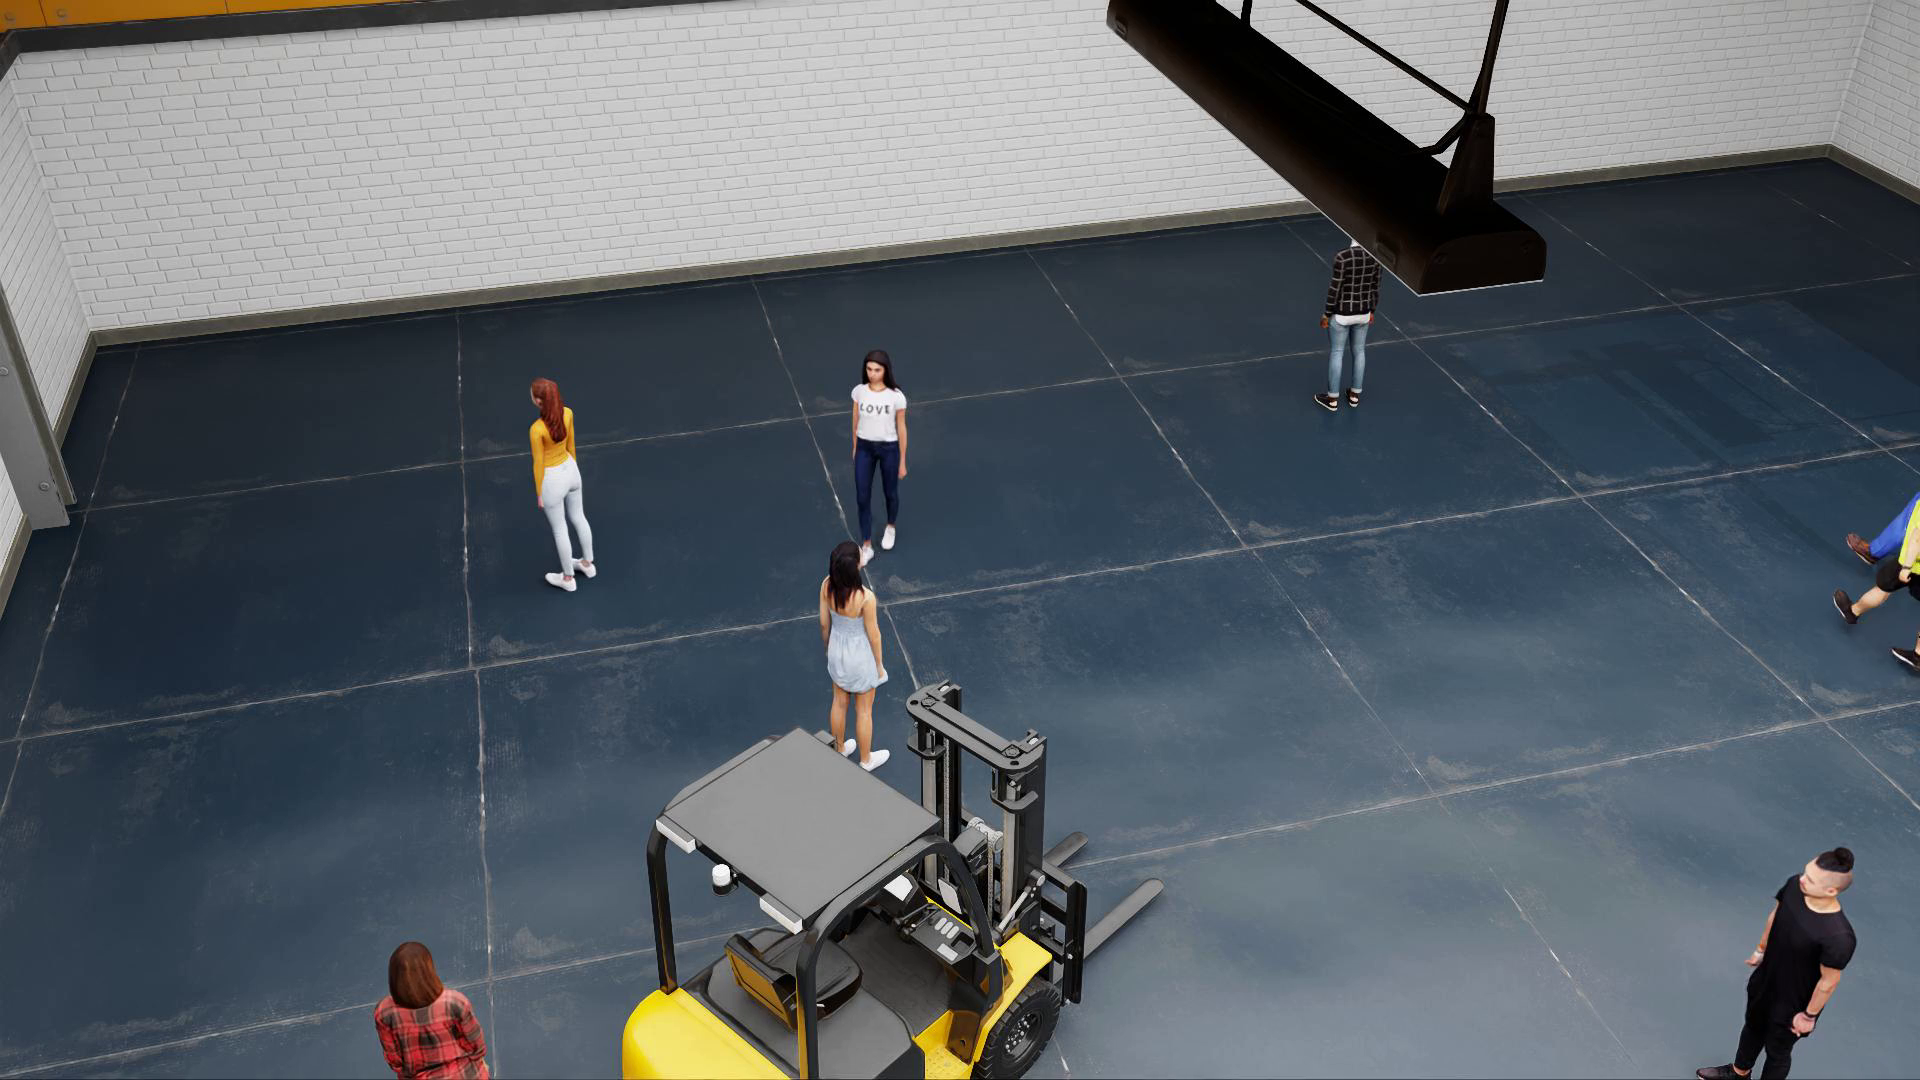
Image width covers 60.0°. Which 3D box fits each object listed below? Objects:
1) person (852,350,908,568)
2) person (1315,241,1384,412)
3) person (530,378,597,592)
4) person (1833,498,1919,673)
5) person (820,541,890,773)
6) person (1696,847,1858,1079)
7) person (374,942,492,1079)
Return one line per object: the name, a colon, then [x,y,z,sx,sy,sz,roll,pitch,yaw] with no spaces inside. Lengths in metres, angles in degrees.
person: [-0.595,-0.697,12.794,0.853,1.754,0.976,7,34,10]
person: [3.462,-2.012,14.712,0.653,1.820,0.529,-9,35,-13]
person: [-2.974,-0.427,12.392,0.719,1.749,0.666,19,38,27]
person: [6.793,0.166,11.580,0.636,1.660,1.058,-9,35,-13]
person: [-0.698,0.743,10.649,0.667,1.729,0.723,17,37,24]
person: [4.156,2.205,8.321,0.784,1.873,0.596,-2,34,-3]
person: [-2.477,2.558,7.944,0.620,1.702,0.564,-6,34,-9]
